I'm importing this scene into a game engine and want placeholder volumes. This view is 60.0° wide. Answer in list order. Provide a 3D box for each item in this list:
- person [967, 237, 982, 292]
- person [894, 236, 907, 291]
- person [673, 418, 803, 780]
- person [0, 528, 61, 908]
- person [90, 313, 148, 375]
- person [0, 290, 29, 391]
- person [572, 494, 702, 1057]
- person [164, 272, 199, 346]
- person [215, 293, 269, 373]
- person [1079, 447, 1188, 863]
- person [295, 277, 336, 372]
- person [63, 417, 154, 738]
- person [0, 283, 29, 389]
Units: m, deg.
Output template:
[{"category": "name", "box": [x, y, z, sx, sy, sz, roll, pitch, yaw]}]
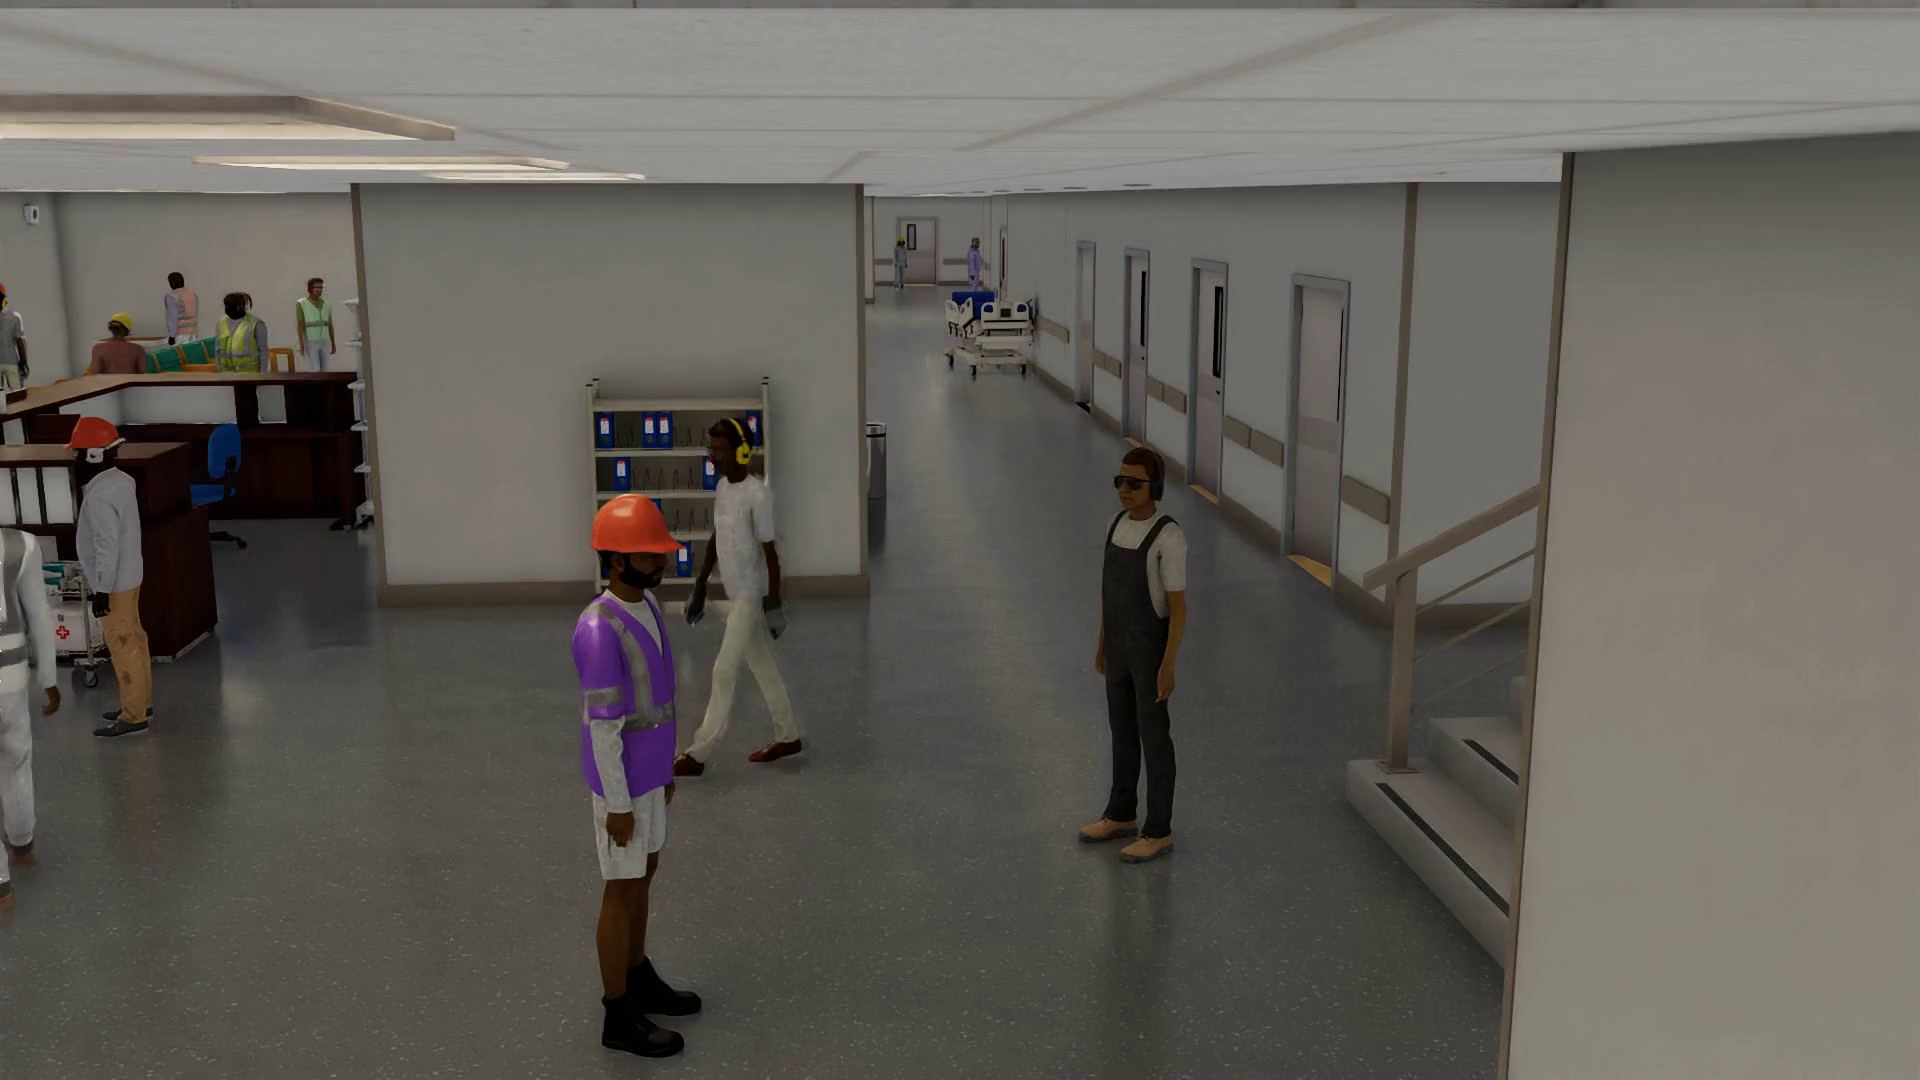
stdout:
[{"category": "person", "box": [0.413, -7.282, 45.311, 0.398, 1.900, 0.635, 2, 12, 11]}, {"category": "person", "box": [-1.906, -8.912, 53.637, 0.483, 1.745, 0.299, -8, 14, -36]}, {"category": "person", "box": [-1.195, 0.301, 8.410, 0.917, 1.828, 0.495, -6, 13, -27]}, {"category": "person", "box": [-4.158, 0.574, 7.007, 0.605, 1.850, 0.808, -8, 14, -34]}, {"category": "person", "box": [-8.943, -1.533, 17.624, 0.649, 1.730, 0.424, -9, 14, -36]}, {"category": "person", "box": [-11.530, -2.097, 20.033, 0.533, 1.868, 0.310, -6, 13, -27]}, {"category": "person", "box": [-1.105, 0.796, 5.725, 0.359, 1.938, 0.545, 1, 12, 5]}, {"category": "person", "box": [-11.726, -3.111, 25.067, 0.430, 1.839, 0.625, 2, 12, 11]}, {"category": "person", "box": [-8.419, -1.971, 19.490, 0.626, 1.840, 0.430, 1, 12, 7]}, {"category": "person", "box": [0.779, 0.501, 7.384, 0.339, 1.846, 0.514, -7, 14, -32]}, {"category": "person", "box": [-9.067, -2.774, 23.422, 0.433, 1.832, 0.600, 7, 13, 29]}, {"category": "person", "box": [-4.651, 0.198, 9.099, 0.326, 1.752, 0.560, -3, 12, -16]}, {"category": "person", "box": [-11.646, -2.178, 20.247, 0.552, 1.942, 0.342, -3, 12, -16]}]
